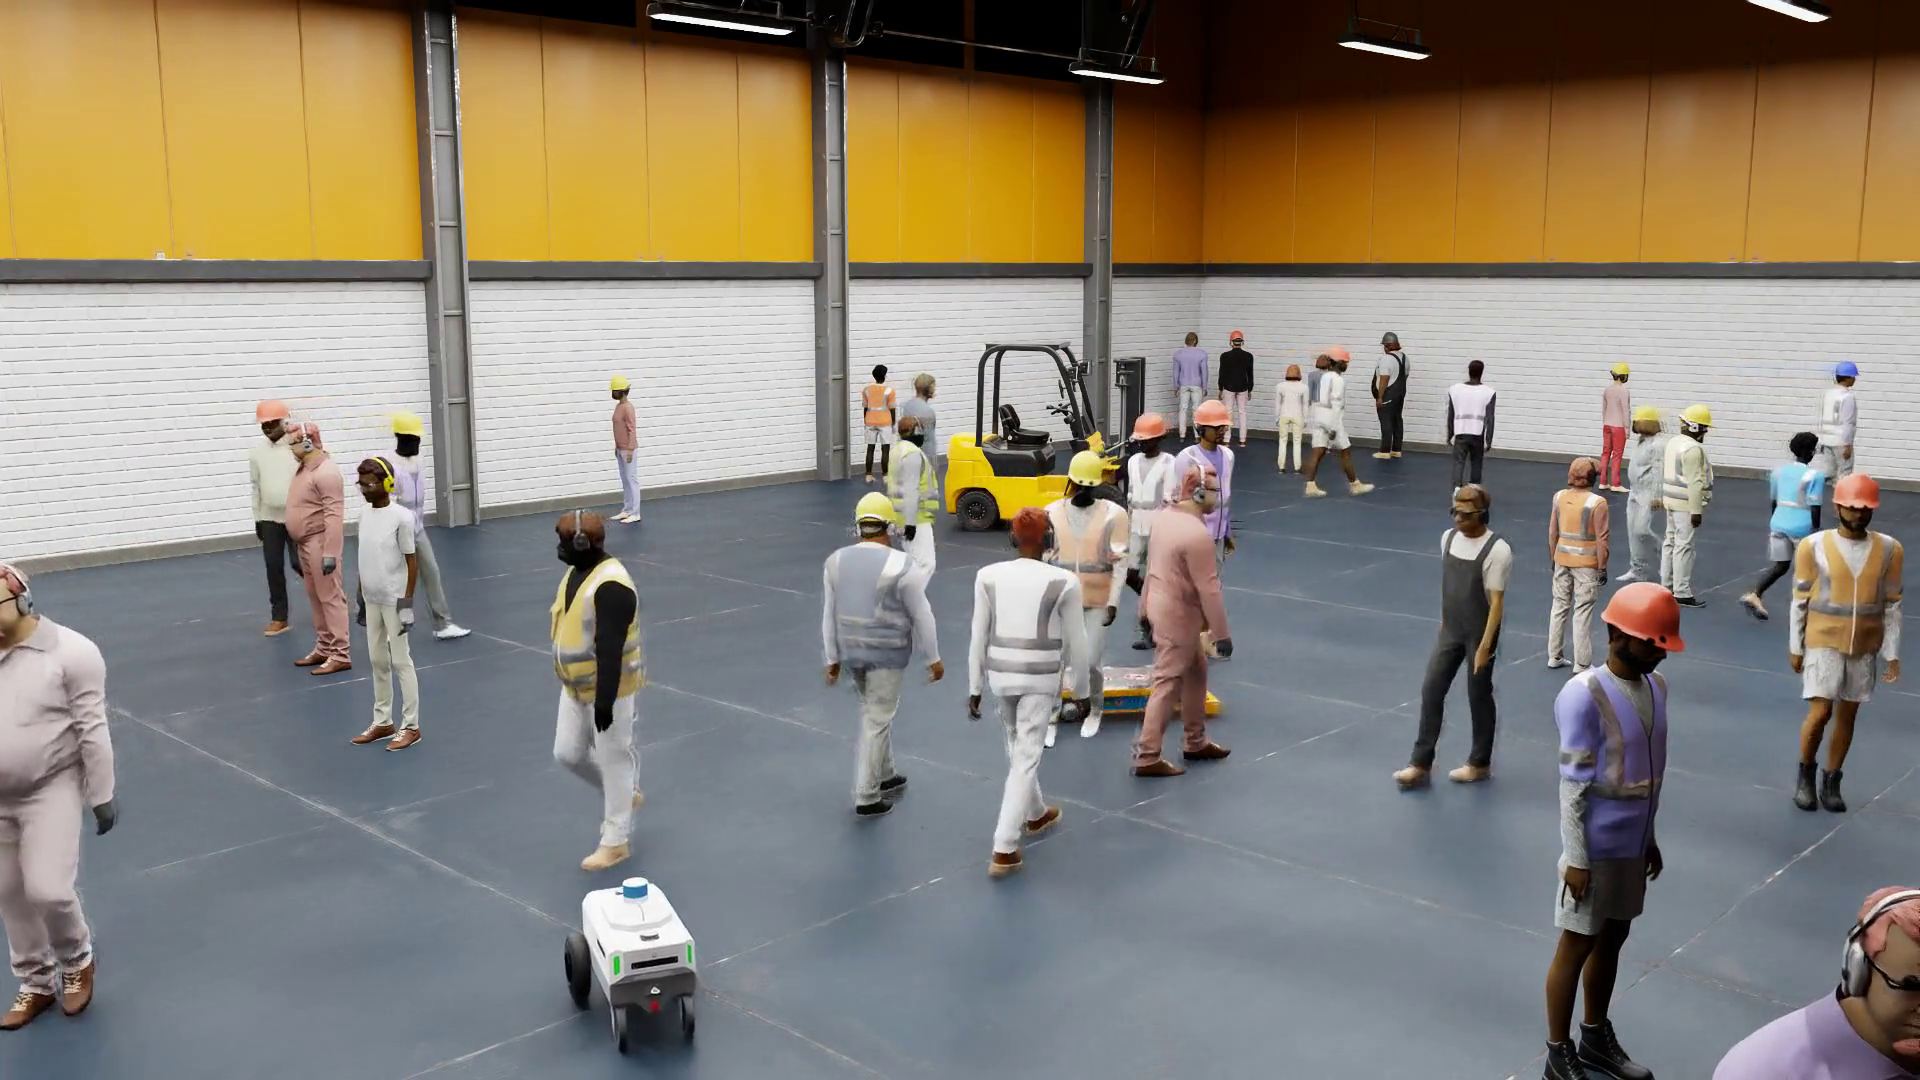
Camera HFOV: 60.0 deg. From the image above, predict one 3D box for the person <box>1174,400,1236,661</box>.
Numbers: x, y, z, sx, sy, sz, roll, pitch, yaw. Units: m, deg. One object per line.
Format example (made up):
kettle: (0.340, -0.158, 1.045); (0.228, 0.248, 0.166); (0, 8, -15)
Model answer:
person: (1.904, -0.057, 12.766); (0.609, 2.044, 0.397); (-8, 12, -41)

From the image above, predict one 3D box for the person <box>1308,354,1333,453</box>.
person: (5.975, -2.247, 27.446); (0.499, 1.634, 0.280); (1, 9, 6)

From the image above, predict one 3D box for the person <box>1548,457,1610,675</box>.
person: (4.637, 0.193, 12.475); (0.307, 1.637, 0.525); (-5, 10, -27)

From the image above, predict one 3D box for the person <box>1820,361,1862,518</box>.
person: (10.608, -1.215, 20.229); (0.722, 1.928, 0.613); (0, 9, 2)

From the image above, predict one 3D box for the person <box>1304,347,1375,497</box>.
person: (5.051, -1.560, 22.096); (1.006, 1.992, 0.628); (-2, 9, -13)

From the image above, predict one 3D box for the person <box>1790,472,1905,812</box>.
person: (4.909, 0.577, 9.223); (0.539, 1.923, 0.490); (2, 9, 11)

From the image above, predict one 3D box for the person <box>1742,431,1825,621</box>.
person: (7.038, -0.095, 14.156); (0.696, 1.668, 0.553); (-3, 10, -19)

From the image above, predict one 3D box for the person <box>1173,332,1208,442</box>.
person: (4.038, -2.669, 29.122); (0.627, 1.934, 0.371); (4, 10, 22)

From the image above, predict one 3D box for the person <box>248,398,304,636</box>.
person: (-5.620, -0.213, 13.932); (0.632, 1.974, 0.659); (1, 9, 8)

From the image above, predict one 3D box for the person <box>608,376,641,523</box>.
person: (-4.026, -1.083, 19.918); (0.329, 1.764, 0.524); (-5, 10, -27)

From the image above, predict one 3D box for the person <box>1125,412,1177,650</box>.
person: (1.535, -0.073, 13.281); (0.473, 1.911, 0.541); (-9, 13, -43)

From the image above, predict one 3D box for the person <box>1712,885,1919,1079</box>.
person: (1.744, 1.576, 3.183); (0.650, 1.904, 0.401); (-1, 9, -7)

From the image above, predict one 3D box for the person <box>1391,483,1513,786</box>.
person: (2.862, 0.573, 9.613); (0.831, 1.807, 0.536); (-6, 11, -32)

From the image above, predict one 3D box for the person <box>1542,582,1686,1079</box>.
person: (2.392, 1.096, 6.055); (0.543, 1.928, 0.382); (-6, 11, -35)

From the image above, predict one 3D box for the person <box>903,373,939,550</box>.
person: (-0.388, -0.831, 17.860); (0.444, 1.924, 0.660); (-3, 10, -20)

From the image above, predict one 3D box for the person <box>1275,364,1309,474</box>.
person: (4.915, -1.791, 24.686); (0.498, 1.626, 0.274); (3, 10, 17)

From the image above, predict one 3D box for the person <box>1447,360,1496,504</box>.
person: (6.496, -1.353, 21.199); (0.595, 1.891, 0.821); (4, 10, 22)

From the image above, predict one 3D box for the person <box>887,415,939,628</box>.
person: (-0.394, -0.156, 14.150); (0.429, 1.792, 0.716); (-2, 9, -12)

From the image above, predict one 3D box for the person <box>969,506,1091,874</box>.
person: (0.349, 0.744, 8.555); (0.598, 1.832, 0.964); (4, 10, 25)

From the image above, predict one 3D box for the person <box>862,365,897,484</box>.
person: (-1.139, -1.631, 23.499); (0.535, 1.691, 0.320); (4, 10, 21)

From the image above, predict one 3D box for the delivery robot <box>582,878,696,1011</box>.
delivery robot: (-1.309, 1.616, 6.745); (0.477, 0.478, 0.707); (-3, 9, -22)

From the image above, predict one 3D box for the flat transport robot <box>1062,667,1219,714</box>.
flat transport robot: (1.004, 1.041, 11.456); (1.431, 0.197, 0.652); (-1, 9, -7)

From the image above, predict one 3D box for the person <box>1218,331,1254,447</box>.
person: (4.697, -2.571, 28.359); (0.612, 1.986, 0.401); (-2, 9, -10)

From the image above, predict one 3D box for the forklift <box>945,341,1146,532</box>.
forklift: (0.977, -1.223, 19.452); (2.313, 2.155, 1.214); (2, 9, 11)

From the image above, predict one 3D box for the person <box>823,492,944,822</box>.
person: (-0.399, 0.628, 9.311); (0.611, 1.793, 0.782); (6, 11, 34)

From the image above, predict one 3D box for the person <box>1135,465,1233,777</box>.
person: (1.404, 0.484, 9.975); (0.821, 1.871, 0.712); (-2, 9, -12)

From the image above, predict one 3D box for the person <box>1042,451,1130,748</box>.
person: (0.787, 0.366, 10.620); (0.599, 1.895, 0.640); (2, 10, 15)

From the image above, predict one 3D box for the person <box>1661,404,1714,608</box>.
person: (6.555, -0.310, 14.995); (0.403, 1.822, 0.586); (0, 9, 2)

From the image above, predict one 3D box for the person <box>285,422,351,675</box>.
person: (-4.846, 0.059, 12.497); (0.400, 1.900, 0.645); (-7, 12, -37)

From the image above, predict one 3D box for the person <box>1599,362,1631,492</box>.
person: (8.953, -1.533, 22.665); (0.309, 1.769, 0.525); (-3, 10, -16)

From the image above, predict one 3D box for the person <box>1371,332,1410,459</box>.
person: (6.869, -2.331, 26.716); (0.688, 2.000, 0.536); (-8, 12, -41)

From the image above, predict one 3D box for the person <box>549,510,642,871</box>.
person: (-1.830, 0.748, 8.502); (0.477, 1.825, 0.665); (-9, 13, -43)

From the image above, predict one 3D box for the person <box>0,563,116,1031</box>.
person: (-3.739, 1.023, 6.612); (0.668, 1.887, 0.441); (0, 9, 0)

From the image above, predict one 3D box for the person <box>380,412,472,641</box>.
person: (-4.388, -0.080, 13.404); (0.913, 1.885, 0.596); (4, 10, 22)

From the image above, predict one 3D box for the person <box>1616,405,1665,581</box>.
person: (6.651, -0.443, 16.071); (0.454, 1.735, 0.490); (-1, 9, -9)

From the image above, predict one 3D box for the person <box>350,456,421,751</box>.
person: (-3.652, 0.399, 10.526); (0.507, 1.865, 0.329); (5, 11, 29)
